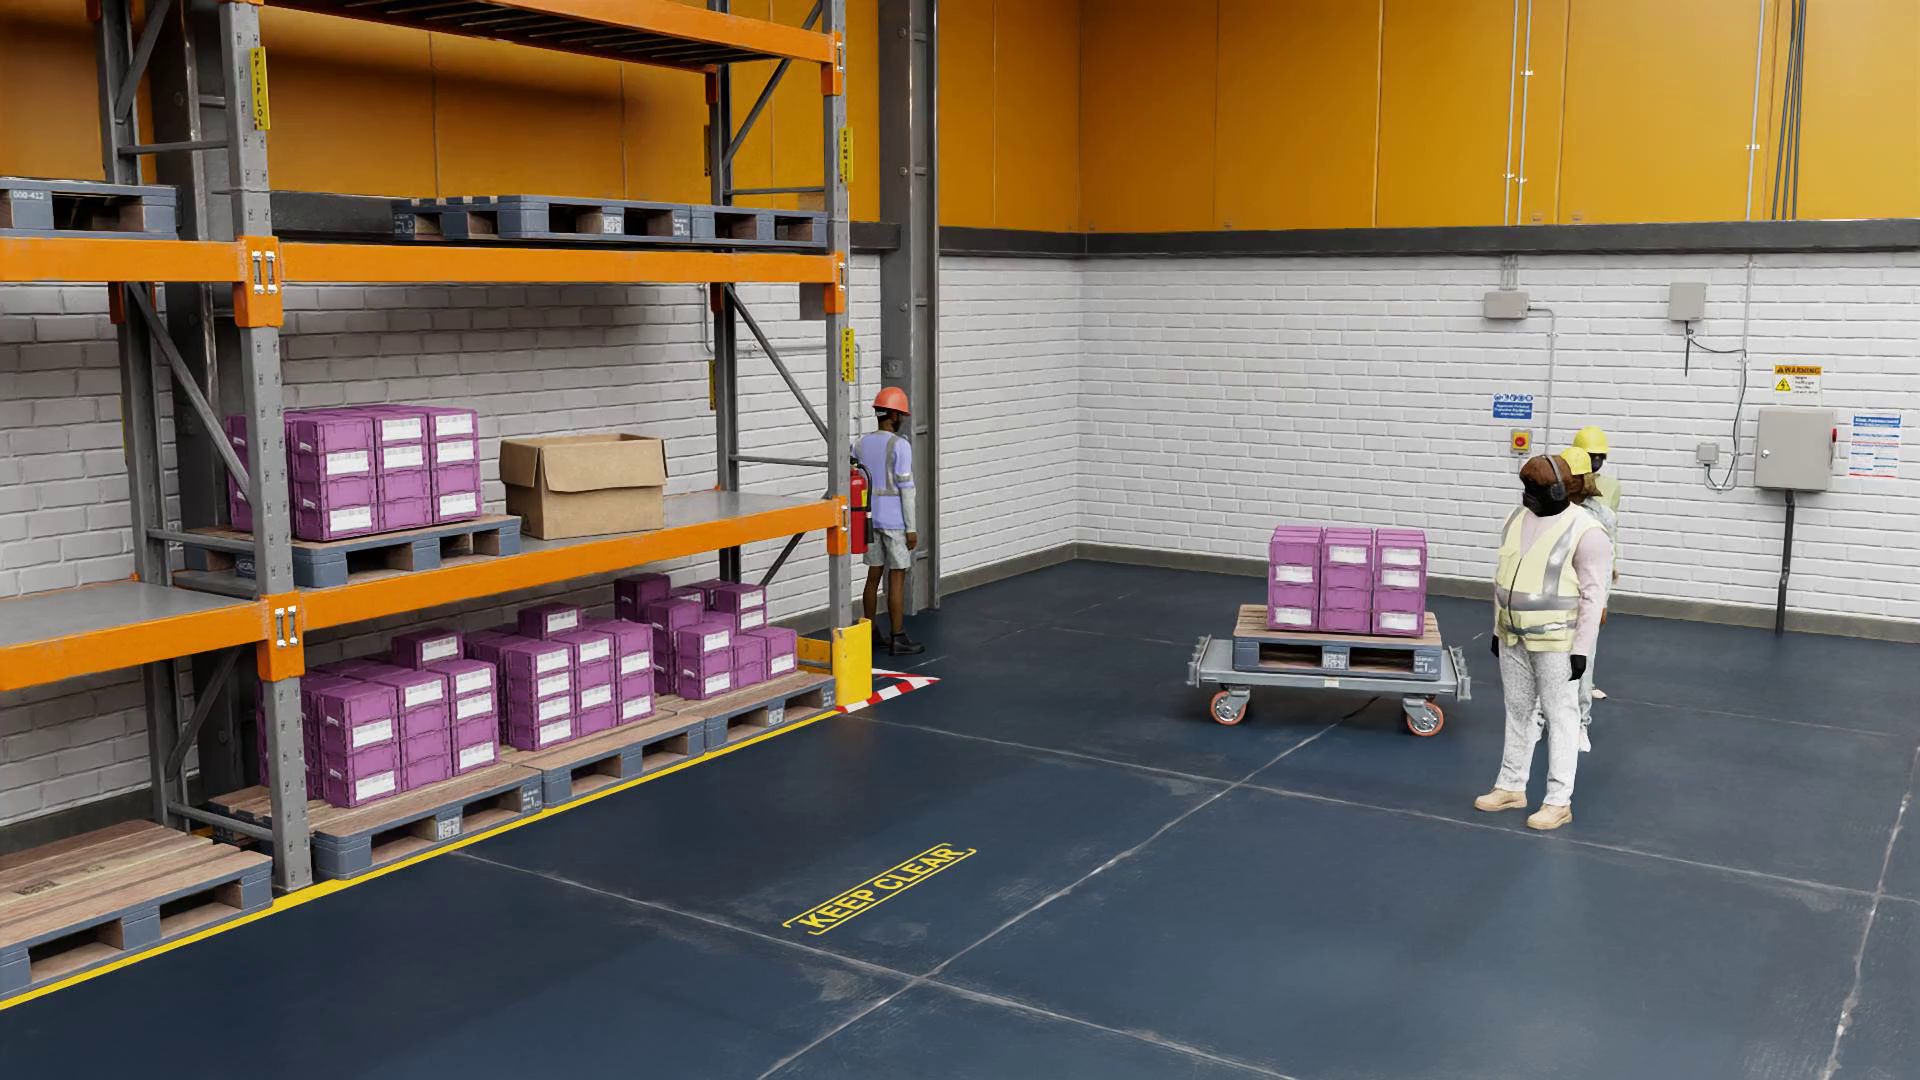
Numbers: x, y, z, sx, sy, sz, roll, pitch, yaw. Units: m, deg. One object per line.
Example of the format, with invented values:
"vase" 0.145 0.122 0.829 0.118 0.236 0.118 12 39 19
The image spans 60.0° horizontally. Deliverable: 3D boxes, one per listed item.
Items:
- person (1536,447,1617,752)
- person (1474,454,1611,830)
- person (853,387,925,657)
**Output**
"person" 3.463 0.336 9.497 0.486 1.744 0.294 4 9 22
"person" 2.852 0.491 8.192 0.430 1.838 0.619 -5 10 -28
"person" -0.506 -0.132 11.942 0.543 1.928 0.371 8 12 41
